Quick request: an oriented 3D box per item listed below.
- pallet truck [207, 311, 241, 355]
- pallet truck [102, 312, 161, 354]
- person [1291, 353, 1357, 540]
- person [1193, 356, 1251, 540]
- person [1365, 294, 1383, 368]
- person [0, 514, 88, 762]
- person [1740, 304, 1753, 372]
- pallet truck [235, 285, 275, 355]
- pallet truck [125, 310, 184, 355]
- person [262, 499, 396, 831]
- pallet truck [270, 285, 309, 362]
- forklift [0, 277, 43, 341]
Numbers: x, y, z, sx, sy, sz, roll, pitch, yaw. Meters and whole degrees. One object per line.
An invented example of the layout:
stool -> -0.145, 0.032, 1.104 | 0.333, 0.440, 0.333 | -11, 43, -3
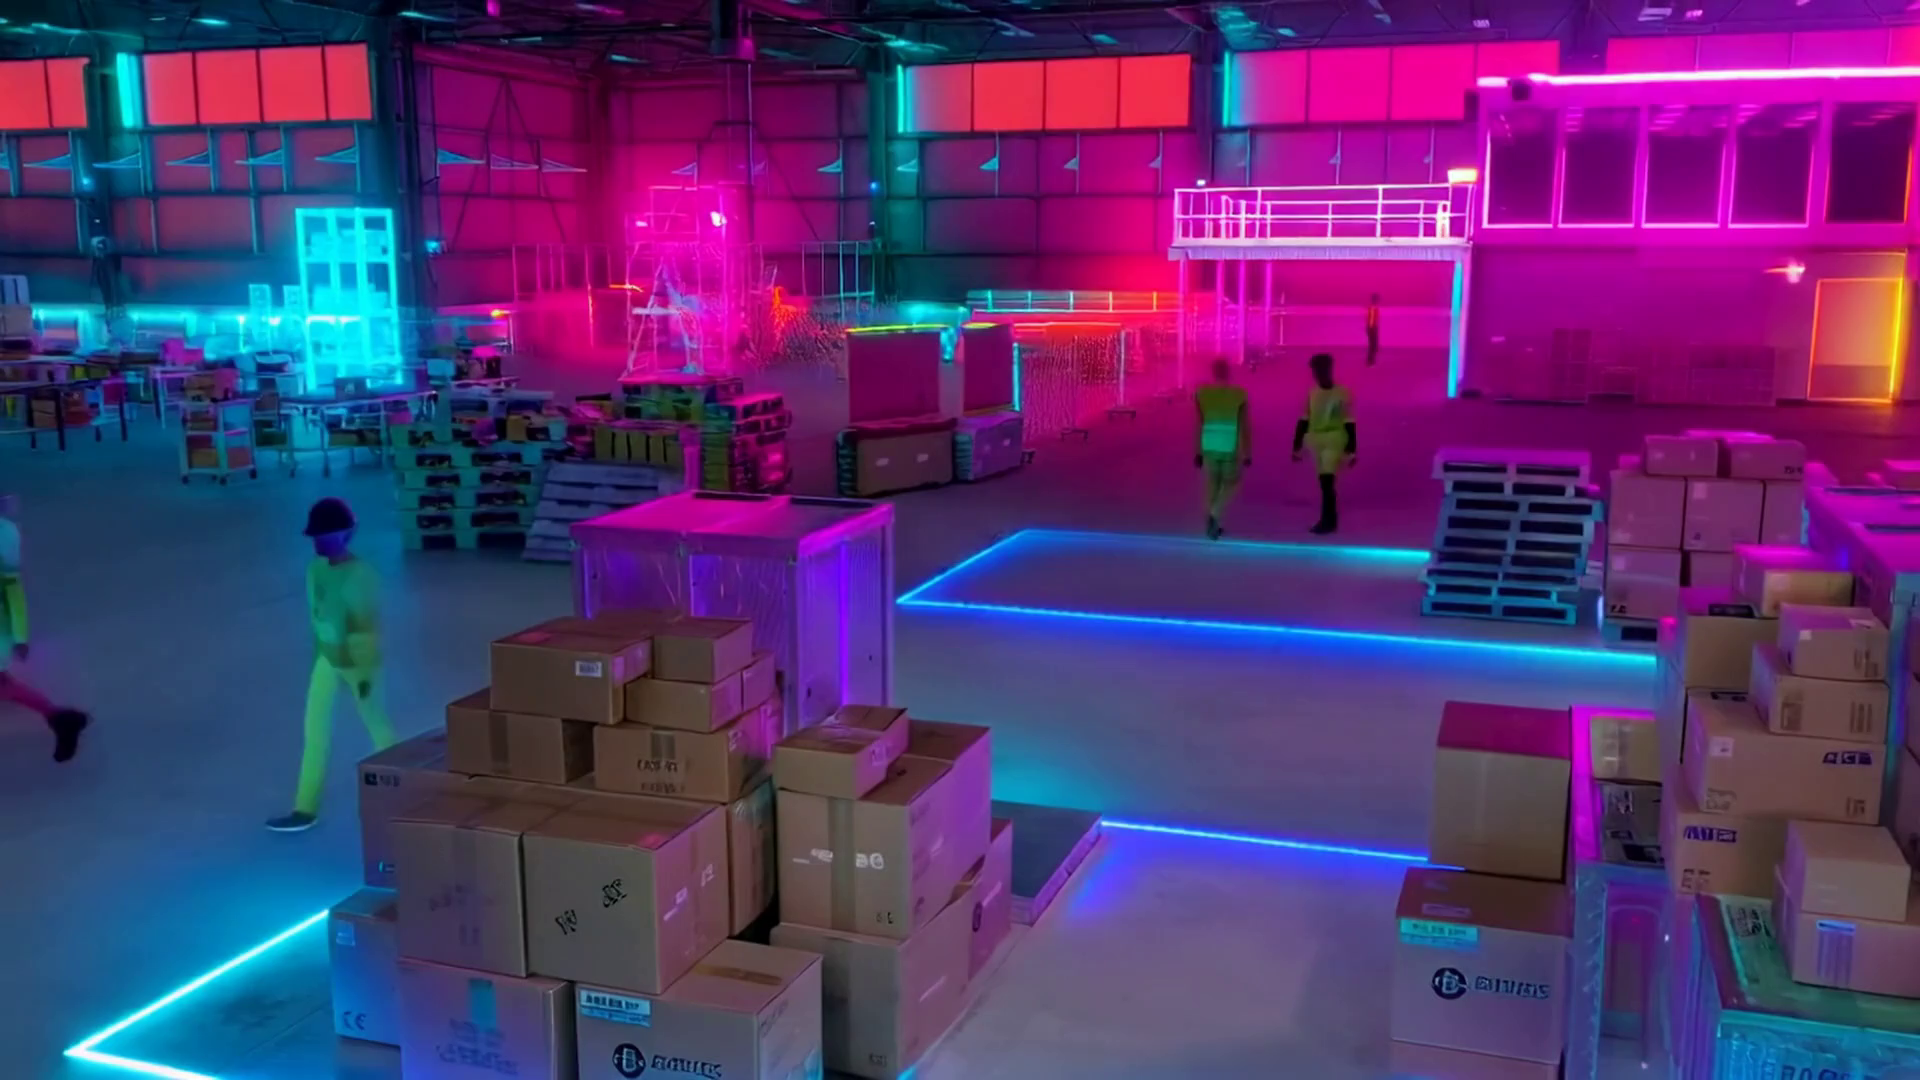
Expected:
pallet truck -> -19.537, -5.575, 44.913 | 0.653, 1.274, 1.630 | 3, 11, 19
pallet truck -> -23.057, -5.777, 46.261 | 0.680, 1.201, 1.601 | 3, 11, 19
person -> 3.759, -0.971, 17.274 | 0.957, 1.906, 0.611 | -9, 14, -42
person -> 2.666, -0.933, 17.113 | 0.600, 1.896, 0.740 | 6, 12, 29
person -> 10.189, -5.123, 40.908 | 0.405, 1.835, 0.563 | 4, 11, 21
person -> -5.411, 0.436, 9.384 | 0.548, 1.908, 0.875 | 7, 12, 33
person -> 18.045, -4.684, 38.303 | 0.520, 1.865, 0.335 | -4, 11, -24
pallet truck -> -18.327, -5.835, 44.421 | 0.823, 1.965, 1.885 | 4, 11, 23
pallet truck -> -22.038, -5.665, 45.457 | 0.704, 1.261, 1.522 | 3, 11, 17
person -> -3.241, 0.658, 8.580 | 0.557, 1.726, 0.840 | 5, 11, 27
pallet truck -> -17.147, -5.700, 43.663 | 0.823, 1.965, 1.885 | 3, 11, 17
forklift -> -27.151, -6.329, 46.328 | 1.157, 1.987, 2.680 | 3, 11, 17
